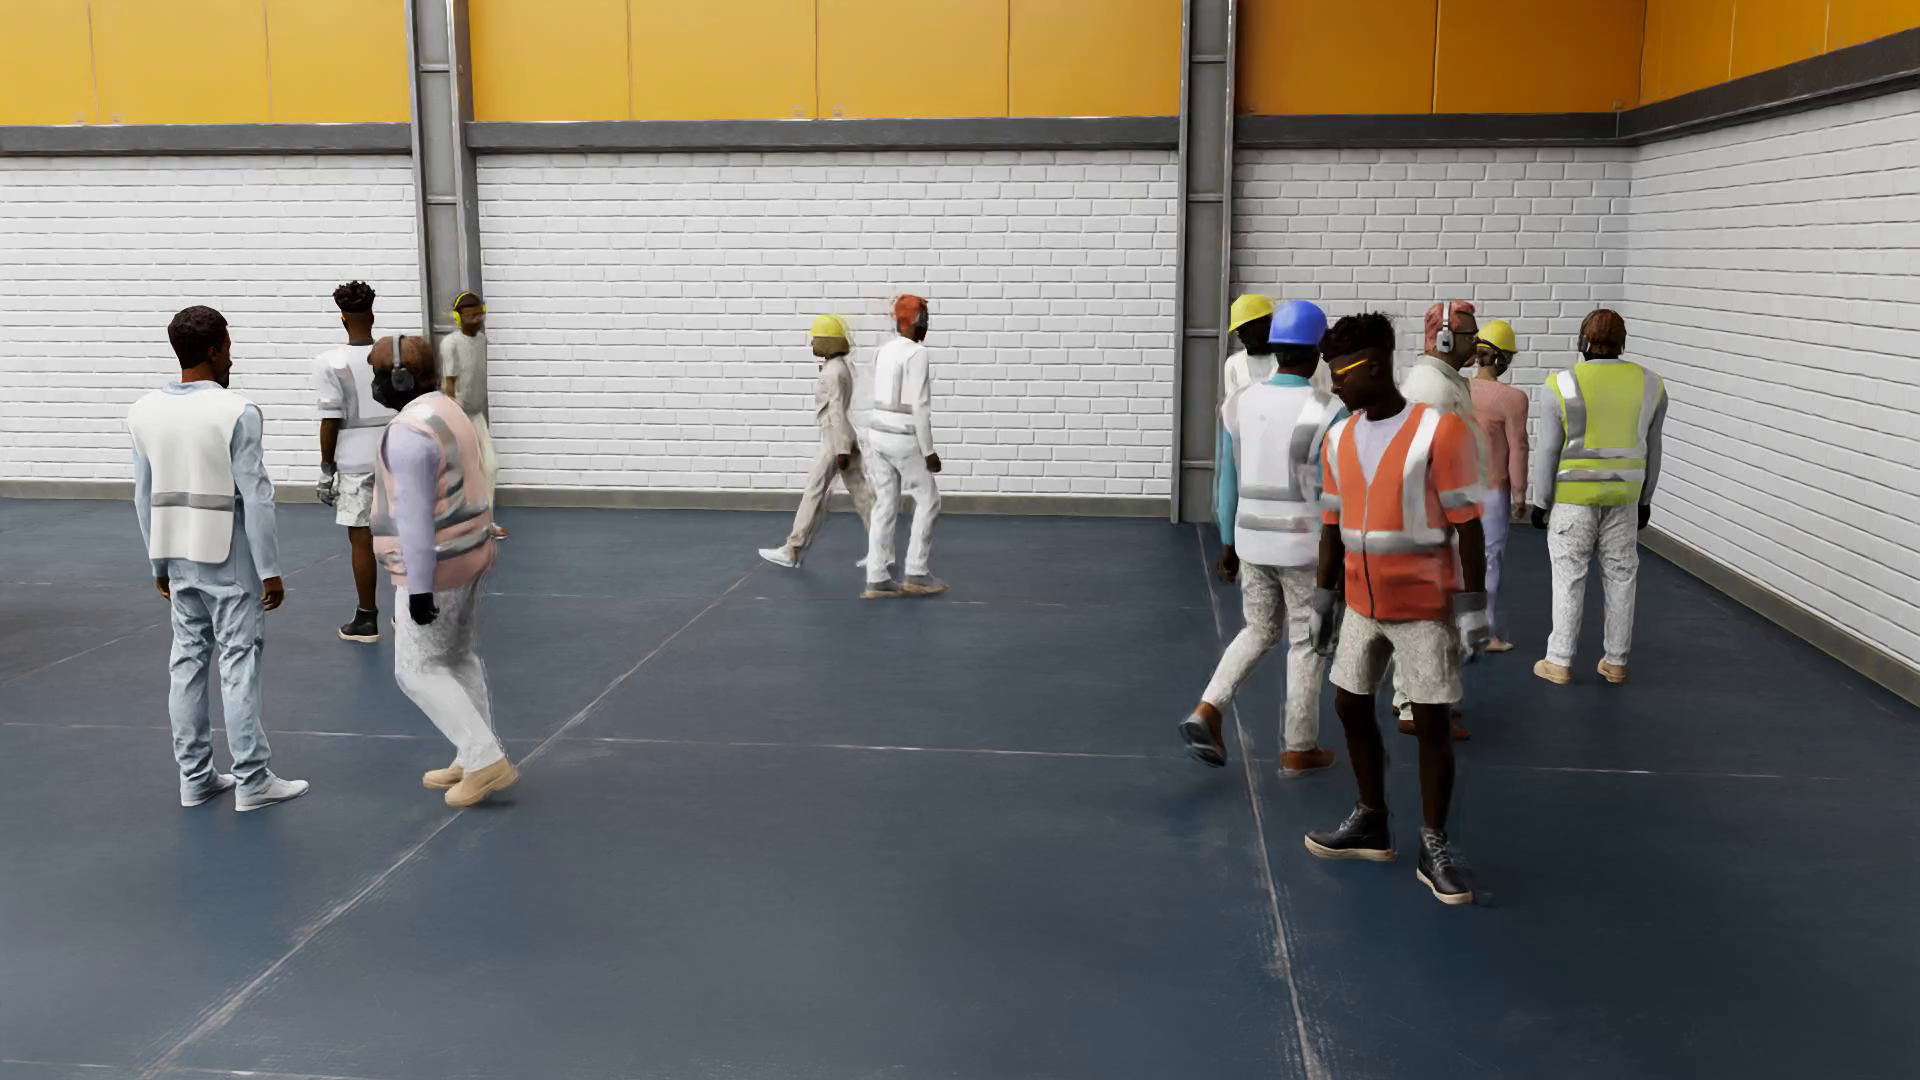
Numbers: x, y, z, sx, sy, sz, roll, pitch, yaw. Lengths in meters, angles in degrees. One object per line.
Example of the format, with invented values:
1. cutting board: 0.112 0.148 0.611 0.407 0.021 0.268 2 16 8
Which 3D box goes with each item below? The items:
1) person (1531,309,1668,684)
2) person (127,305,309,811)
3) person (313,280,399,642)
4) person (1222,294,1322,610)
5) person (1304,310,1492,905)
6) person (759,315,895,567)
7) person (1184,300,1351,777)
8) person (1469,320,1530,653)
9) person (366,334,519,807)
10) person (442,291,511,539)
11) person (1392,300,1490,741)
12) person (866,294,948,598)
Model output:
1. person: 3.097 -0.204 8.153 0.624 1.844 0.429 0 10 -2
2. person: -2.839 0.080 6.305 0.587 1.920 0.392 3 10 17
3. person: -3.212 -0.423 9.063 0.372 1.961 0.601 9 13 42
4. person: 1.809 -0.476 9.603 0.644 1.877 0.496 8 13 38
5. person: 1.480 0.214 5.531 0.370 1.929 0.731 -8 12 -37
6. person: -0.863 -0.646 11.078 0.925 1.690 0.501 1 10 5
7. person: 1.262 0.023 6.594 0.626 1.930 0.621 -8 13 -40
8. person: 2.773 -0.278 8.821 0.344 1.758 0.532 -8 13 -38
9. person: -1.980 0.121 6.384 0.518 1.813 0.639 -1 10 -4
10. person: -3.588 -0.885 12.083 0.703 1.825 0.533 4 11 24
11. person: 2.116 -0.094 7.335 0.400 1.910 0.643 2 10 14
12. person: -0.321 -0.569 10.201 0.655 1.854 0.605 -5 11 -29
